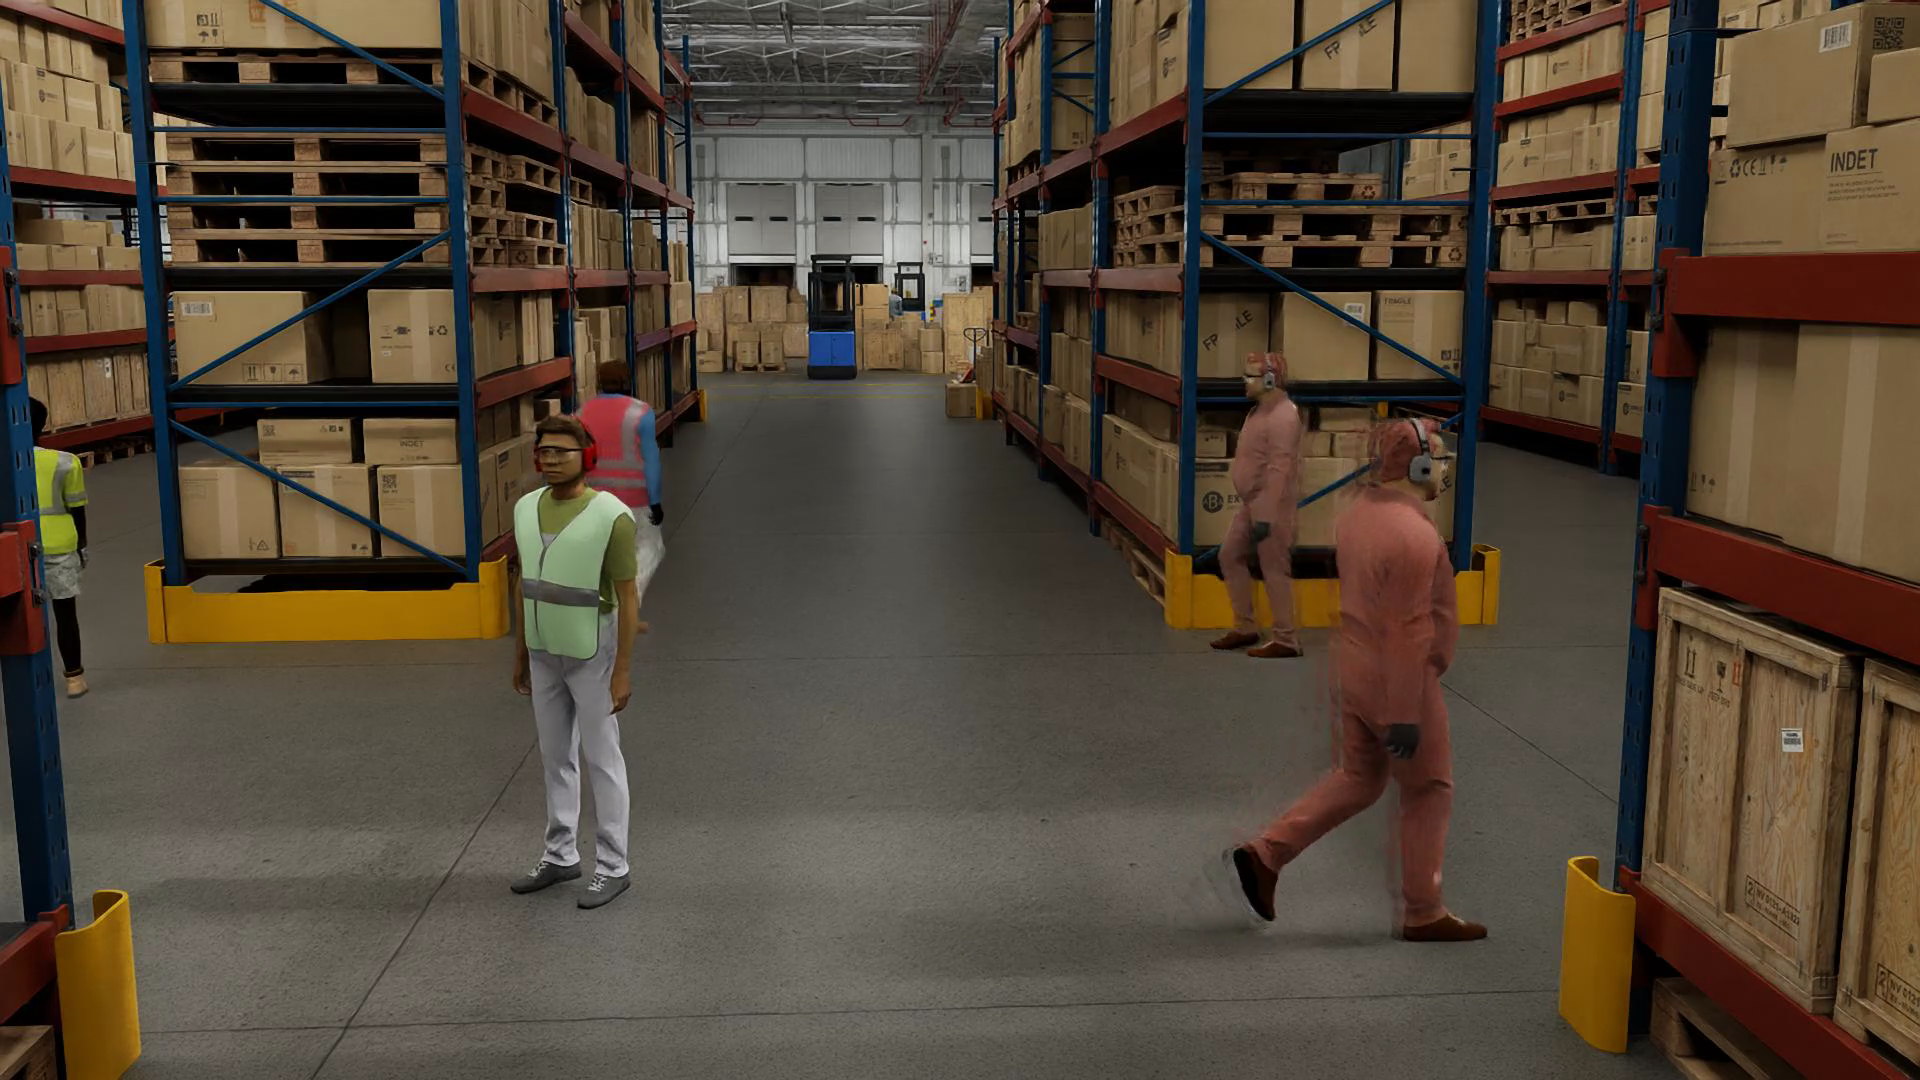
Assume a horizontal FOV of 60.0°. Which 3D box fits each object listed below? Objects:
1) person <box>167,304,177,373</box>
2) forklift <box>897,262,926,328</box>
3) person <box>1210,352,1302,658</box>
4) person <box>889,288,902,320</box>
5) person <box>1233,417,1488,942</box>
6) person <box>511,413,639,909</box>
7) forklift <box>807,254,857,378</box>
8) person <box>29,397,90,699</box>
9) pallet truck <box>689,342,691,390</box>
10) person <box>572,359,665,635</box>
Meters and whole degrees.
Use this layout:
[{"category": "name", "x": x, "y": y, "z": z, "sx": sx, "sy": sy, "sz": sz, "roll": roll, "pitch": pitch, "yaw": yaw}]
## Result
[{"category": "person", "x": -15.175, "y": -3.660, "z": 31.625, "sx": 0.487, "sy": 1.979, "sz": 0.662, "roll": -1, "pitch": 9, "yaw": -7}, {"category": "forklift", "x": -1.780, "y": -8.547, "z": 59.499, "sx": 1.129, "sy": 2.768, "sz": 1.873, "roll": -1, "pitch": 9, "yaw": -4}, {"category": "person", "x": 1.797, "y": -0.203, "z": 10.208, "sx": 0.659, "sy": 1.885, "sz": 0.677, "roll": -1, "pitch": 9, "yaw": -3}, {"category": "person", "x": -2.300, "y": -7.826, "z": 57.974, "sx": 0.636, "sy": 1.928, "sz": 0.387, "roll": 3, "pitch": 10, "yaw": 19}, {"category": "person", "x": 1.435, "y": 0.503, "z": 5.827, "sx": 0.815, "sy": 1.879, "sz": 0.653, "roll": -1, "pitch": 9, "yaw": -7}, {"category": "person", "x": -1.449, "y": 0.445, "z": 6.269, "sx": 0.570, "sy": 1.845, "sz": 0.380, "roll": 5, "pitch": 10, "yaw": 30}, {"category": "forklift", "x": -2.942, "y": -5.145, "z": 38.138, "sx": 1.129, "sy": 2.768, "sz": 1.873, "roll": -1, "pitch": 9, "yaw": -4}, {"category": "person", "x": -5.104, "y": 0.054, "z": 9.211, "sx": 0.530, "sy": 1.692, "sz": 0.320, "roll": -4, "pitch": 10, "yaw": -25}, {"category": "pallet truck", "x": -5.225, "y": -3.008, "z": 27.480, "sx": 1.885, "sy": 1.965, "sz": 0.823, "roll": 2, "pitch": 9, "yaw": 14}, {"category": "person", "x": -2.197, "y": -0.260, "z": 10.785, "sx": 0.649, "sy": 1.819, "sz": 0.431, "roll": 3, "pitch": 10, "yaw": 20}]
